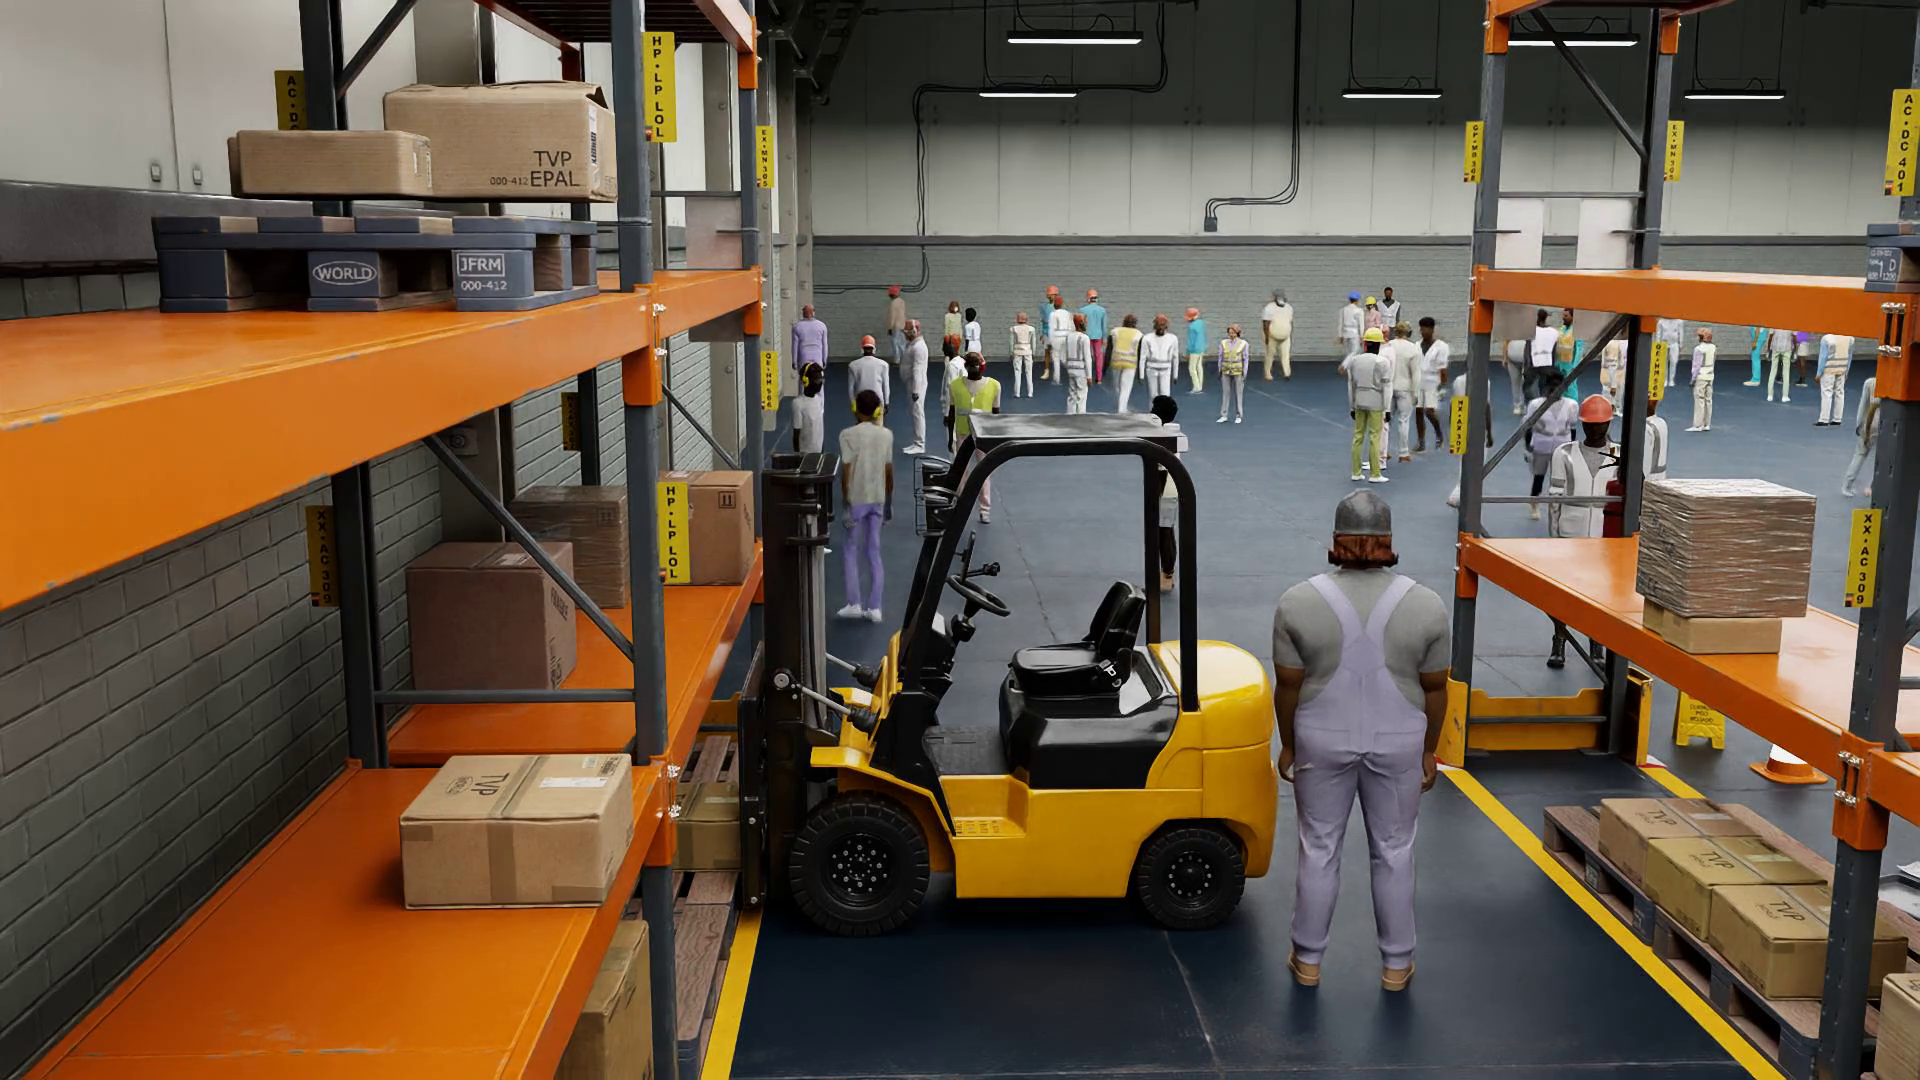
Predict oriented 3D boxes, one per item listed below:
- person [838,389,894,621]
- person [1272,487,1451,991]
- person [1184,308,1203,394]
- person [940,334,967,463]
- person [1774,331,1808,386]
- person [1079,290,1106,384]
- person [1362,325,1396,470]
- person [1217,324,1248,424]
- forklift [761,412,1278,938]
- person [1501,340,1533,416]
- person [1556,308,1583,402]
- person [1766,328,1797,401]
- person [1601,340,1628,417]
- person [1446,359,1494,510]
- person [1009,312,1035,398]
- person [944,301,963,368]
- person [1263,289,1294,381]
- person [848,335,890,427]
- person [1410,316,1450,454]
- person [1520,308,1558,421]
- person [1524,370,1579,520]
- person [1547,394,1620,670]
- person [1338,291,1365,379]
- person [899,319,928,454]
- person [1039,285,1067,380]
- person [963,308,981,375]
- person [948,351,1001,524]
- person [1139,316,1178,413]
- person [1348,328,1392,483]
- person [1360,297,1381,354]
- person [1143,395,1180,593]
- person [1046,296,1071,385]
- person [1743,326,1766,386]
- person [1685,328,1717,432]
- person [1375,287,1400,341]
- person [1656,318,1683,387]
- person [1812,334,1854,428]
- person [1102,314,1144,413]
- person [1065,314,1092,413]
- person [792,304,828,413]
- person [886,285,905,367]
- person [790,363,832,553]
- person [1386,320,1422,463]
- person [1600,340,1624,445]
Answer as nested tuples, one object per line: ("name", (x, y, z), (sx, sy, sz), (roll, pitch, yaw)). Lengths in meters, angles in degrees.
("person", (-0.728, -0.275, 13.172), (0.540, 1.829, 0.516), (-5, 11, -27))
("person", (1.588, 0.787, 6.674), (0.682, 2.000, 0.538), (2, 10, 10))
("person", (4.627, -3.725, 32.759), (0.325, 1.708, 0.691), (5, 11, 24))
("person", (-0.074, -1.567, 20.259), (0.354, 1.880, 0.570), (2, 10, 12))
("person", (17.403, -4.175, 34.691), (0.607, 1.911, 0.965), (-1, 10, -4))
("person", (2.776, -4.279, 35.064), (0.615, 1.984, 0.414), (-4, 11, -20))
("person", (5.499, -1.875, 21.879), (0.409, 1.909, 0.641), (3, 11, 16))
("person", (4.504, -2.742, 27.454), (0.514, 1.640, 0.309), (6, 12, 28))
("forklift", (0.291, 0.548, 7.580), (2.313, 2.155, 1.214), (0, 10, -2))
("person", (9.621, -3.133, 28.514), (0.689, 2.000, 0.947), (5, 11, 26))
("person", (10.188, -2.947, 27.821), (0.392, 1.919, 0.591), (-2, 10, -13))
("person", (15.432, -3.527, 31.227), (0.522, 1.860, 0.319), (7, 12, 33))
("person", (11.211, -2.919, 28.443), (0.513, 1.639, 0.311), (-1, 10, -5))
("person", (5.614, -1.195, 18.334), (0.584, 1.815, 0.586), (-5, 11, -25))
("person", (1.195, -3.549, 31.948), (0.515, 1.639, 0.312), (-1, 10, -5))
("person", (-0.159, -4.673, 38.231), (0.509, 1.631, 0.273), (-9, 14, -42))
("person", (6.853, -4.436, 35.772), (0.721, 2.000, 1.047), (-2, 10, -8))
("person", (-1.214, -1.851, 22.191), (0.562, 1.745, 0.341), (0, 10, 0))
("person", (6.591, -2.184, 23.476), (0.435, 1.950, 0.611), (-8, 13, -37))
("person", (9.514, -2.864, 27.426), (0.629, 1.893, 0.657), (-2, 10, -12))
("person", (6.217, -0.974, 17.543), (0.538, 1.666, 0.835), (2, 10, 11))
("person", (4.394, -0.051, 11.634), (0.545, 1.938, 0.357), (3, 11, 16))
("person", (8.463, -4.445, 36.113), (0.716, 1.930, 0.632), (-8, 13, -38))
("person", (-0.655, -2.165, 23.532), (0.401, 1.900, 0.637), (-1, 10, -4))
("person", (2.000, -4.477, 35.994), (0.608, 2.044, 0.371), (5, 11, 24))
("person", (0.237, -3.746, 32.913), (0.321, 1.690, 0.535), (5, 11, 27))
("person", (0.151, -1.089, 17.694), (0.563, 1.837, 0.389), (1, 10, 5))
("person", (3.097, -2.568, 25.933), (0.604, 1.828, 0.994), (1, 10, 5))
("person", (5.100, -1.674, 20.699), (0.587, 1.928, 0.362), (10, 14, 43))
("person", (9.198, -4.576, 37.341), (0.334, 1.760, 0.523), (-7, 12, -33))
("person", (1.730, -0.391, 14.204), (0.325, 1.697, 0.561), (2, 10, 13))
("person", (2.117, -4.152, 34.685), (0.572, 1.866, 0.539), (-10, 14, -43))
("person", (16.571, -4.121, 34.612), (0.360, 1.834, 0.521), (5, 12, 28))
("person", (11.686, -2.515, 26.183), (0.514, 1.642, 0.310), (-7, 12, -33))
("person", (10.098, -5.018, 39.353), (0.588, 1.920, 0.392), (2, 10, 10))
("person", (14.586, -3.994, 34.227), (0.494, 1.696, 0.826), (4, 11, 23))
("person", (14.042, -2.717, 26.776), (0.588, 1.834, 0.403), (-3, 10, -14))
("person", (2.753, -2.892, 27.926), (0.685, 1.784, 0.945), (4, 11, 21))
("person", (1.849, -2.550, 25.709), (0.355, 1.883, 0.575), (-6, 12, -32))
("person", (-2.617, -3.133, 28.886), (0.636, 1.911, 0.404), (-3, 11, -15))
("person", (-1.519, -5.100, 39.734), (0.434, 1.957, 0.649), (3, 11, 18))
("person", (-1.428, -0.752, 15.773), (0.326, 1.861, 0.504), (4, 11, 23))
("person", (5.966, -2.013, 22.598), (0.642, 1.929, 0.383), (10, 14, 43))
("person", (9.530, -2.303, 24.221), (0.391, 1.927, 0.546), (4, 11, 20))
